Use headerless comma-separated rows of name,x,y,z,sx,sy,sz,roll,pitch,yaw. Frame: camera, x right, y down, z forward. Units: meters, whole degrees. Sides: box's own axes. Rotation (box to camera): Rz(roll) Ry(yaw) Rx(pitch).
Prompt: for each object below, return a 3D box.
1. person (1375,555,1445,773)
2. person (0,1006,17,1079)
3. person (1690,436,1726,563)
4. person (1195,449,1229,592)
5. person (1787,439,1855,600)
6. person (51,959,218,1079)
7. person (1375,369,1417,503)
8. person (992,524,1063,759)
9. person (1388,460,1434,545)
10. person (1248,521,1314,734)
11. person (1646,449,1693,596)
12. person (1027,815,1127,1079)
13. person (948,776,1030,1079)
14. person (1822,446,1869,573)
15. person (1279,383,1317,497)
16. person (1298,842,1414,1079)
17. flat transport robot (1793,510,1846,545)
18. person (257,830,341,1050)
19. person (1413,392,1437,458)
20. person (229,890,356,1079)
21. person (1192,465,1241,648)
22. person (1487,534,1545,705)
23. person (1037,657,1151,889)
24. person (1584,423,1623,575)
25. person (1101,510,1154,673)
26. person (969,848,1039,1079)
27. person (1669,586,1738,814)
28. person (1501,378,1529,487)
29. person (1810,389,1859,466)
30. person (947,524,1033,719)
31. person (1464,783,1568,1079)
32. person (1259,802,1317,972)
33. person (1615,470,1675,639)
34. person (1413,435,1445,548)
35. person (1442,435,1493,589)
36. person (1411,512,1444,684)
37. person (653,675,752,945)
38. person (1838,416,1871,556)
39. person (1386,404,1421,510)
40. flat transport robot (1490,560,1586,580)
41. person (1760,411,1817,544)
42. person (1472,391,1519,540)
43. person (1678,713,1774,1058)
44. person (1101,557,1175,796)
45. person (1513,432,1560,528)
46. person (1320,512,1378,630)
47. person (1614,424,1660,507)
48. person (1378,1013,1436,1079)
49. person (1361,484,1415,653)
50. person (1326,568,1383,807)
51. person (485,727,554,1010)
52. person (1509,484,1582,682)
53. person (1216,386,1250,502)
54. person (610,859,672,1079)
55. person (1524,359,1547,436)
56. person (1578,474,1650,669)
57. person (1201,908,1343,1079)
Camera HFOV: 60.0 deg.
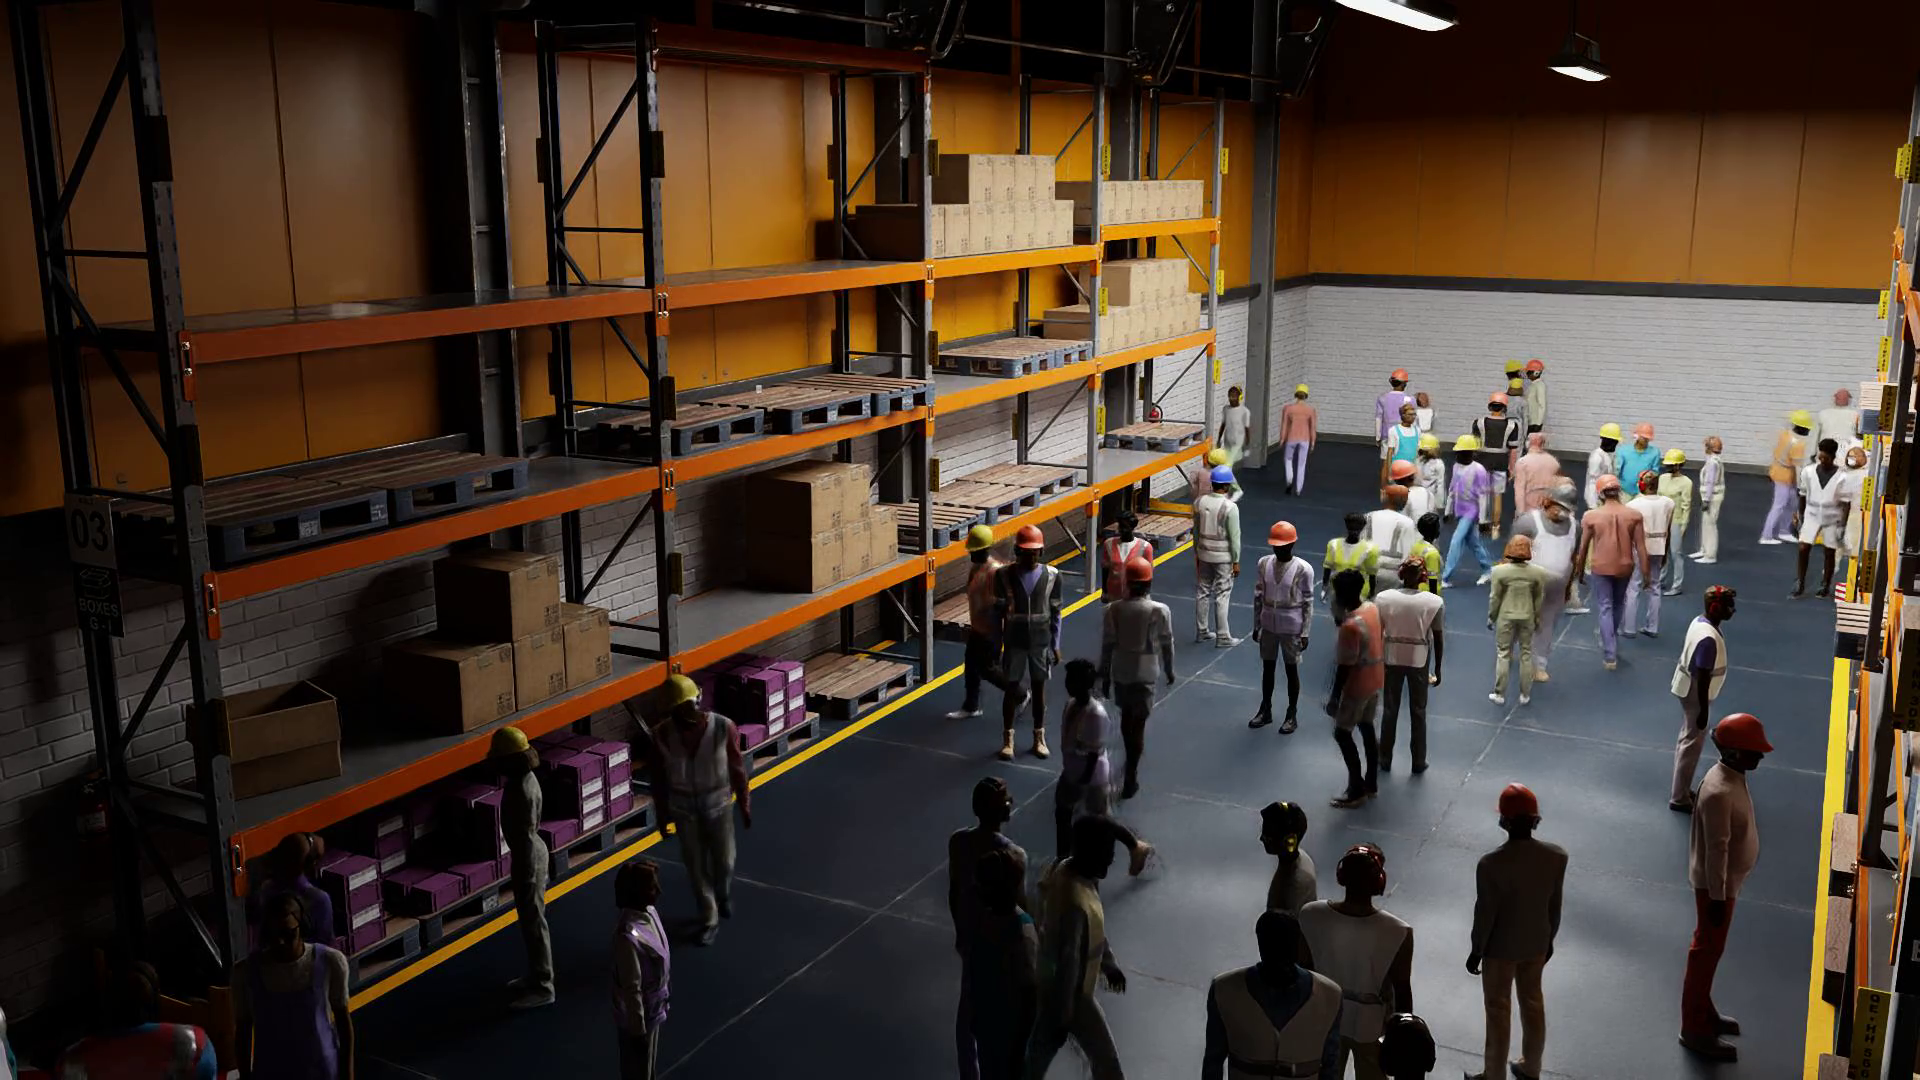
person,3.728,1.041,13.887,0.573,1.843,0.374,4,13,18
person,-4.204,2.585,7.019,0.429,1.833,0.637,3,13,12
person,9.646,-0.523,21.359,0.318,1.639,0.523,6,14,24
person,2.956,-0.249,19.941,0.446,1.724,0.616,-6,14,-23
person,10.040,-0.227,19.379,0.619,1.925,0.798,11,17,41
person,-3.359,2.631,6.880,0.628,1.812,0.869,-4,13,-17
person,6.581,-1.567,25.125,0.615,2.039,0.386,7,14,29
person,0.576,0.867,14.210,0.607,2.048,0.365,-1,13,-5
person,4.884,0.045,18.240,0.615,1.891,0.568,-9,15,-34
person,2.862,0.775,14.875,0.553,1.933,0.370,9,15,35
person,8.420,-0.212,19.707,0.341,1.760,0.531,-4,13,-17
person,0.645,2.265,8.402,1.019,1.858,0.590,0,13,-2
person,0.169,2.152,8.919,0.511,1.845,0.335,9,16,36
person,11.031,-0.353,20.610,0.266,1.632,0.509,-9,16,-36
person,5.212,-1.541,25.648,0.560,1.748,0.410,2,13,10
person,1.887,2.353,8.012,0.564,1.846,0.389,7,14,28
flat transport robot,11.919,-0.181,22.914,0.652,0.197,1.431,5,13,20
person,-3.449,2.308,8.718,0.553,1.615,0.369,6,14,25
person,7.055,-1.475,25.660,0.534,1.617,0.541,-4,13,-18
person,-3.006,2.455,7.560,0.507,1.847,0.351,-4,13,-18
person,2.720,0.170,17.555,0.388,1.947,0.615,-10,16,-38
person,5.225,0.750,15.669,0.499,1.634,0.279,1,13,5
person,0.943,1.622,11.678,0.761,1.671,0.521,-6,14,-27
person,7.973,-0.503,20.656,0.421,1.918,0.603,8,15,31
person,1.649,0.525,16.529,0.540,1.697,0.317,5,14,21
person,0.192,2.354,8.012,0.345,1.846,0.506,-6,14,-25
person,5.787,1.241,13.031,0.405,1.835,0.560,5,13,21
person,8.797,-1.712,26.448,0.485,1.744,0.295,9,16,35
person,12.736,-1.266,24.187,0.669,1.850,0.980,8,15,31
person,0.273,0.751,15.084,0.697,1.895,0.664,-3,13,-14
person,2.998,2.168,9.056,0.568,1.748,0.340,-4,13,-19
person,1.669,2.224,8.570,0.329,1.860,0.513,2,13,11
person,7.352,0.165,17.838,0.560,1.836,0.394,-2,13,-11
person,5.800,-0.470,20.969,0.730,1.707,0.530,-5,13,-20
person,6.127,-0.348,20.031,0.979,1.887,0.605,-3,13,-14
person,4.577,0.563,16.362,0.318,1.700,0.535,-1,13,-5
person,-1.687,1.738,10.902,0.631,1.793,0.514,0,13,0
person,11.686,-0.732,21.789,0.580,1.867,0.687,-3,13,-13
person,6.078,-0.949,22.796,0.514,1.846,0.337,-5,13,-20
flat transport robot,7.153,0.338,20.592,1.431,0.197,0.652,-12,17,-43
person,11.090,-0.820,22.190,0.645,1.868,0.678,3,13,15
person,7.251,-1.009,22.663,0.610,2.032,0.410,4,13,16
person,4.364,1.941,9.518,0.383,1.993,0.622,7,14,28
person,1.459,1.076,13.638,0.560,1.889,0.977,5,13,20
person,7.022,-0.378,20.307,0.682,1.831,1.032,-3,13,-15
person,3.906,0.511,16.671,0.528,1.658,0.826,9,15,34
person,8.833,-0.673,21.824,0.650,1.725,0.497,3,13,14
person,1.714,2.706,6.461,0.503,1.839,0.349,-1,13,-4
person,4.248,0.344,17.029,0.778,1.844,0.689,-10,16,-38
person,3.165,1.152,13.218,0.381,1.935,0.686,8,15,32
person,-2.655,1.958,10.050,0.324,1.730,0.490,-5,14,-21
person,5.750,0.372,16.442,0.752,2.000,0.669,-1,13,-4
person,4.056,-1.414,24.939,0.705,1.823,0.577,-10,16,-39
person,-1.593,2.384,8.334,0.307,1.643,0.514,0,13,-2
person,9.207,-1.909,26.762,0.387,1.991,0.626,1,13,3
person,6.669,0.291,17.063,0.678,1.921,1.004,1,13,6
person,1.346,2.489,7.239,0.597,1.918,0.382,1,13,3
